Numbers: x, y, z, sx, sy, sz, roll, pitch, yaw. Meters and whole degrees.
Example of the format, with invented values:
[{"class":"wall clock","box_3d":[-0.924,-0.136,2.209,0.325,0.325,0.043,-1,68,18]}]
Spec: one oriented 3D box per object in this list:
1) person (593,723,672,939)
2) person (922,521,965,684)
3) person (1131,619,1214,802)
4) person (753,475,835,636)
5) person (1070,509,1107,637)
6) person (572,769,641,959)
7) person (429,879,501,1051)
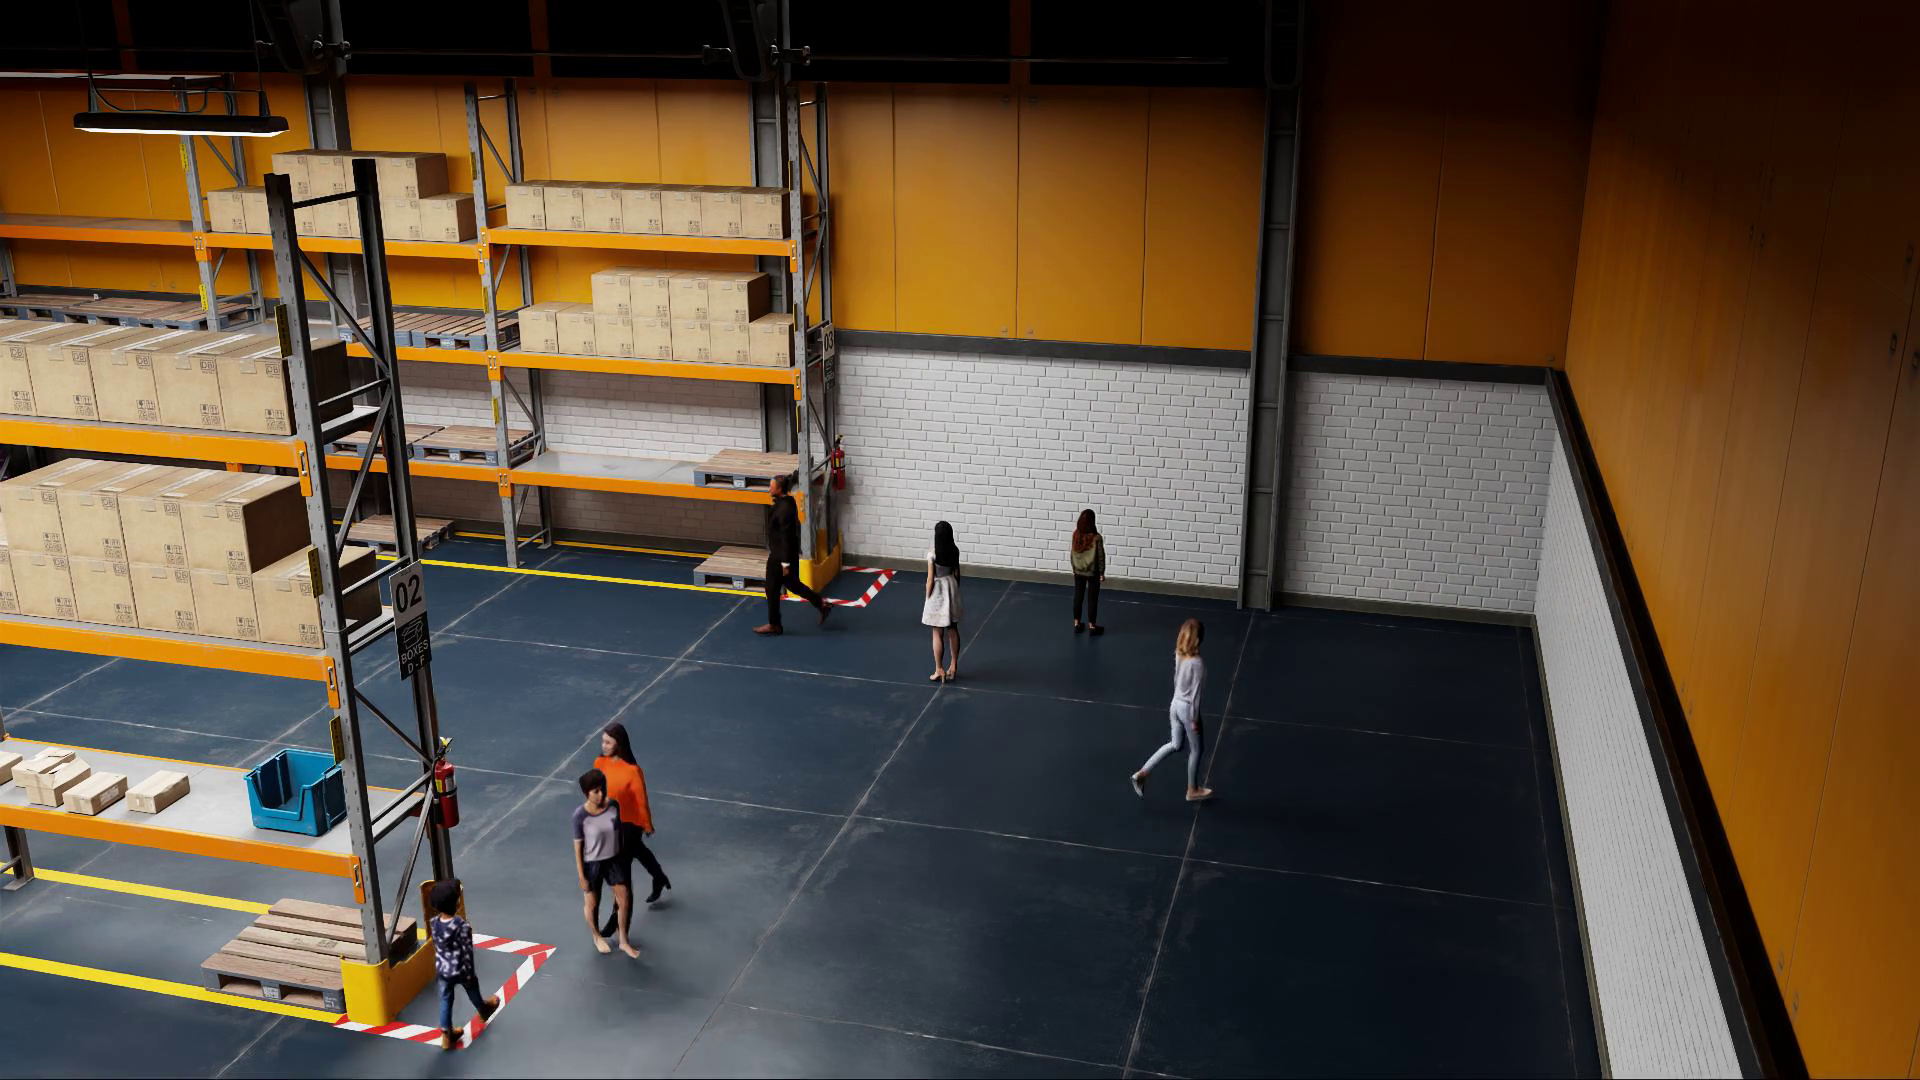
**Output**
[{"class":"person","box_3d":[-2.569,2.206,13.083,1.106,1.699,0.960,15,23,37]},{"class":"person","box_3d":[-0.177,0.644,17.603,0.775,1.774,0.828,-12,22,-31]},{"class":"person","box_3d":[1.942,1.560,14.875,1.131,1.779,0.986,-6,20,-19]},{"class":"person","box_3d":[-1.902,0.175,18.827,1.209,1.883,0.845,1,19,3]},{"class":"person","box_3d":[1.447,0.356,18.927,0.546,1.475,0.697,12,22,31]},{"class":"person","box_3d":[-2.769,2.426,12.667,0.765,1.546,0.831,-14,23,-35]},{"class":"person","box_3d":[-3.554,2.967,11.558,0.706,1.229,0.583,6,20,17]}]
